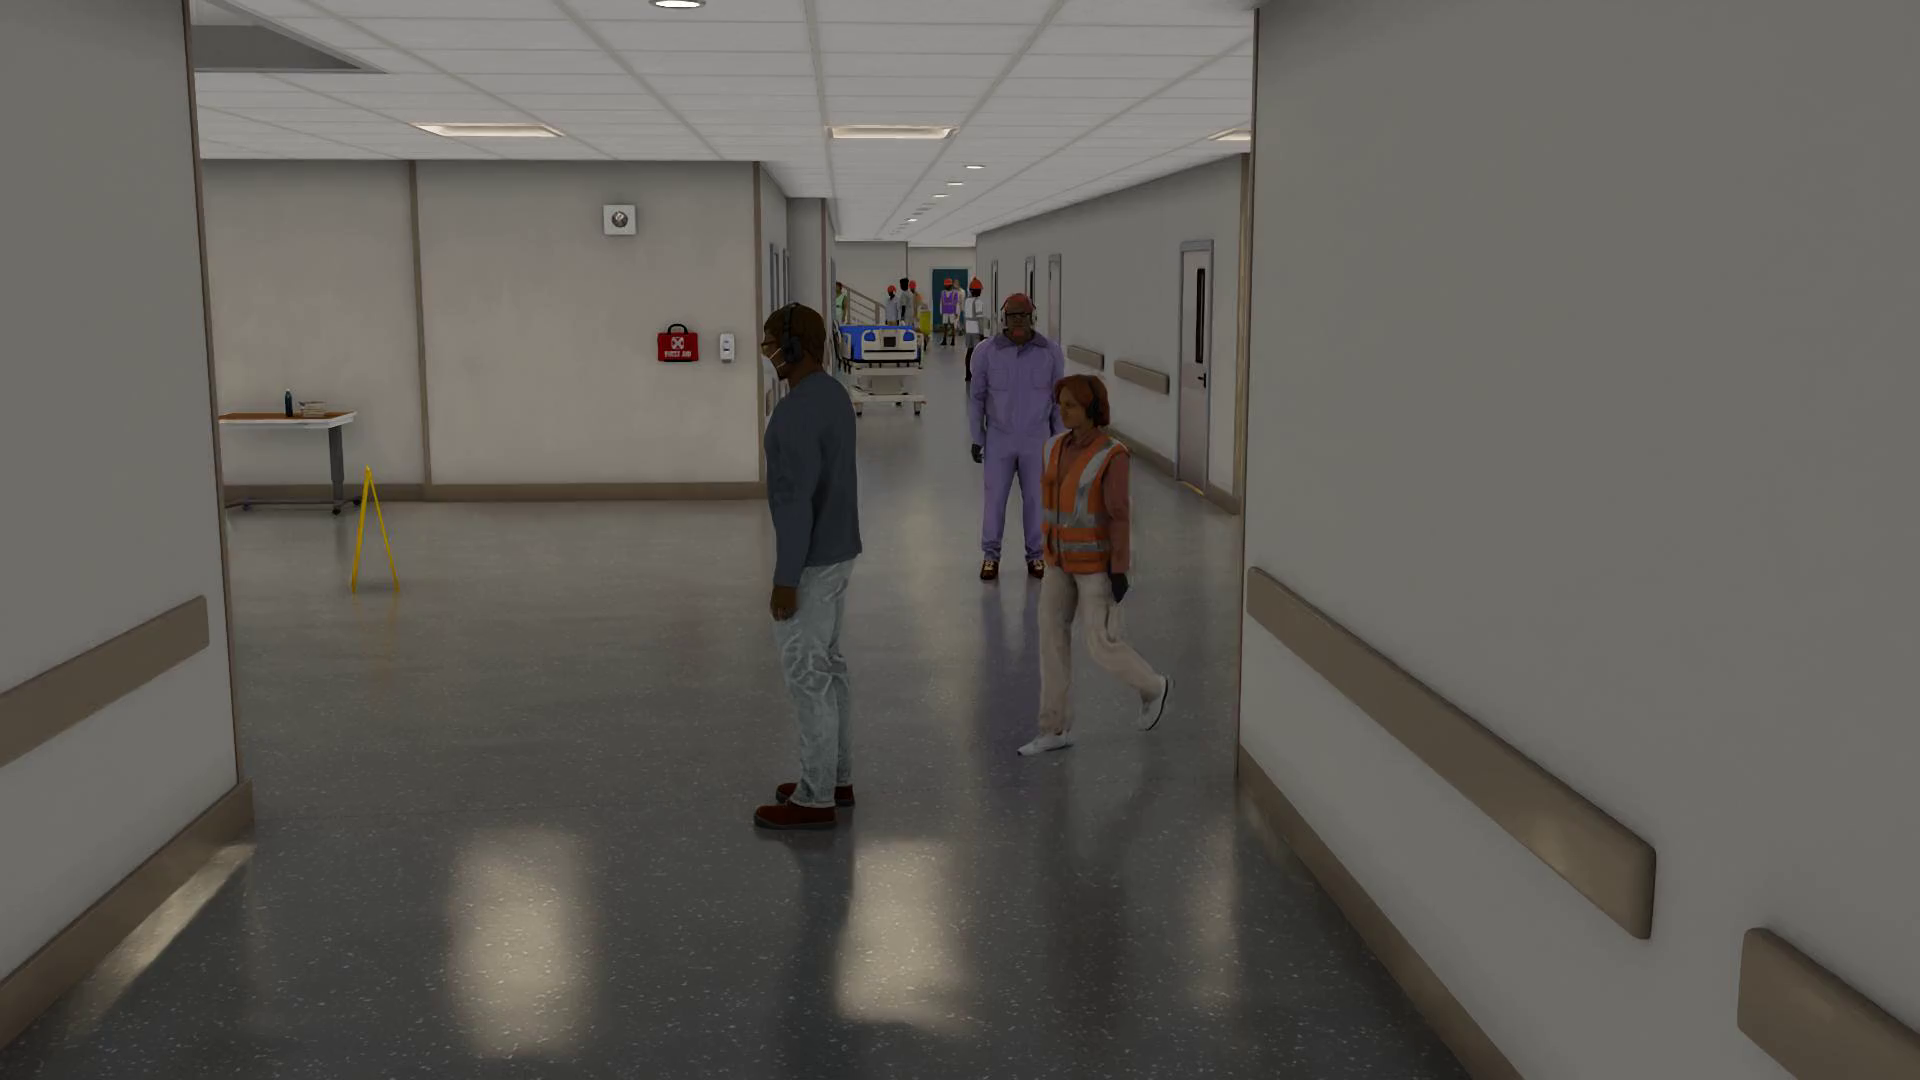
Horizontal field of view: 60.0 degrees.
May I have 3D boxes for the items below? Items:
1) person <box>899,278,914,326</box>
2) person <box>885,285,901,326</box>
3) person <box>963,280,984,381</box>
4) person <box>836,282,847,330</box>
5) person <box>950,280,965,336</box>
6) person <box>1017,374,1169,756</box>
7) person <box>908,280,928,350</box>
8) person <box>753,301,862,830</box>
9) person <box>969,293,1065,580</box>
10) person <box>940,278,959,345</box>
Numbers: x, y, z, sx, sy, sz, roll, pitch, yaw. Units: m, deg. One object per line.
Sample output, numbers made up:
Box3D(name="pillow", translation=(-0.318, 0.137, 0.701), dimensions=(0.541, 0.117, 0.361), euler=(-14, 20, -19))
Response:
Box3D(name="person", translation=(-1.405, -5.851, 43.377), dimensions=(0.387, 1.953, 0.610), euler=(3, 10, 18))
Box3D(name="person", translation=(-1.804, -5.888, 44.222), dimensions=(0.329, 1.751, 0.572), euler=(-9, 13, -44))
Box3D(name="person", translation=(0.291, -3.994, 31.758), dimensions=(0.359, 1.938, 0.547), euler=(-6, 11, -35))
Box3D(name="person", translation=(-3.239, -6.005, 44.667), dimensions=(0.389, 1.848, 0.567), euler=(-9, 12, -43))
Box3D(name="person", translation=(-0.112, -7.693, 55.211), dimensions=(0.673, 1.908, 0.708), euler=(8, 12, 41))
Box3D(name="person", translation=(0.571, 0.097, 7.073), dimensions=(0.677, 1.620, 0.521), euler=(-7, 11, -37))
Box3D(name="person", translation=(-1.210, -5.977, 44.342), dimensions=(0.552, 1.897, 0.809), euler=(5, 10, 30))
Box3D(name="person", translation=(-0.557, 0.092, 6.149), dimensions=(0.380, 1.928, 0.634), euler=(1, 9, 7))
Box3D(name="person", translation=(0.386, -0.682, 11.058), dimensions=(0.646, 1.907, 0.401), euler=(-1, 9, -3))
Box3D(name="person", translation=(-0.323, -6.570, 47.936), dimensions=(0.550, 1.933, 0.370), euler=(3, 9, 16))
